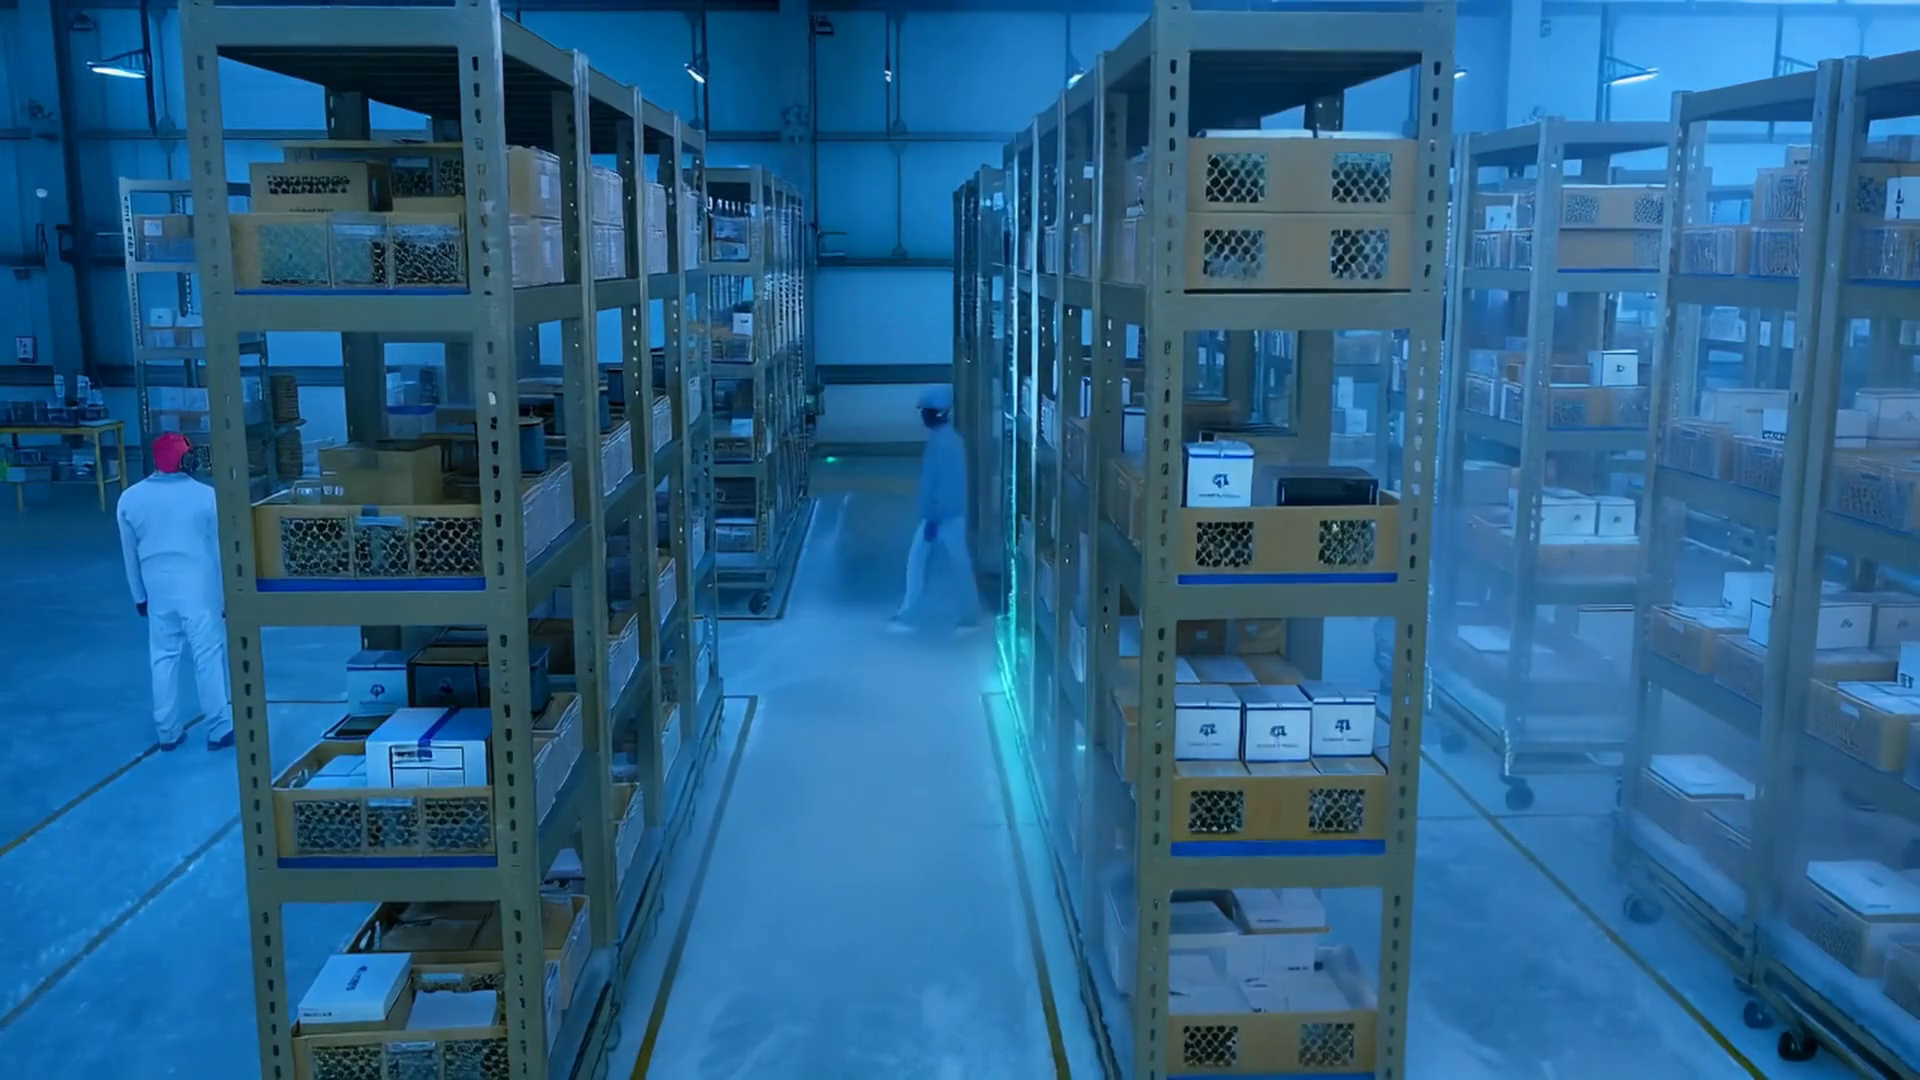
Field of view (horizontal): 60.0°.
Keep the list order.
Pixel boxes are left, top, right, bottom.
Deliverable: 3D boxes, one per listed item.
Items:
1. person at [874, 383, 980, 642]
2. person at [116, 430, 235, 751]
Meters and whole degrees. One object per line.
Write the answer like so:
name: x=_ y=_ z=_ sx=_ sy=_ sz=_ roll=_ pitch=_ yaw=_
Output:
person: x=-0.246 y=-0.187 z=12.442 sx=0.913 sy=1.957 sz=0.634 roll=-3 pitch=10 yaw=-17
person: x=-4.571 y=0.307 z=9.816 sx=0.643 sy=1.909 sz=0.410 roll=0 pitch=10 yaw=2
